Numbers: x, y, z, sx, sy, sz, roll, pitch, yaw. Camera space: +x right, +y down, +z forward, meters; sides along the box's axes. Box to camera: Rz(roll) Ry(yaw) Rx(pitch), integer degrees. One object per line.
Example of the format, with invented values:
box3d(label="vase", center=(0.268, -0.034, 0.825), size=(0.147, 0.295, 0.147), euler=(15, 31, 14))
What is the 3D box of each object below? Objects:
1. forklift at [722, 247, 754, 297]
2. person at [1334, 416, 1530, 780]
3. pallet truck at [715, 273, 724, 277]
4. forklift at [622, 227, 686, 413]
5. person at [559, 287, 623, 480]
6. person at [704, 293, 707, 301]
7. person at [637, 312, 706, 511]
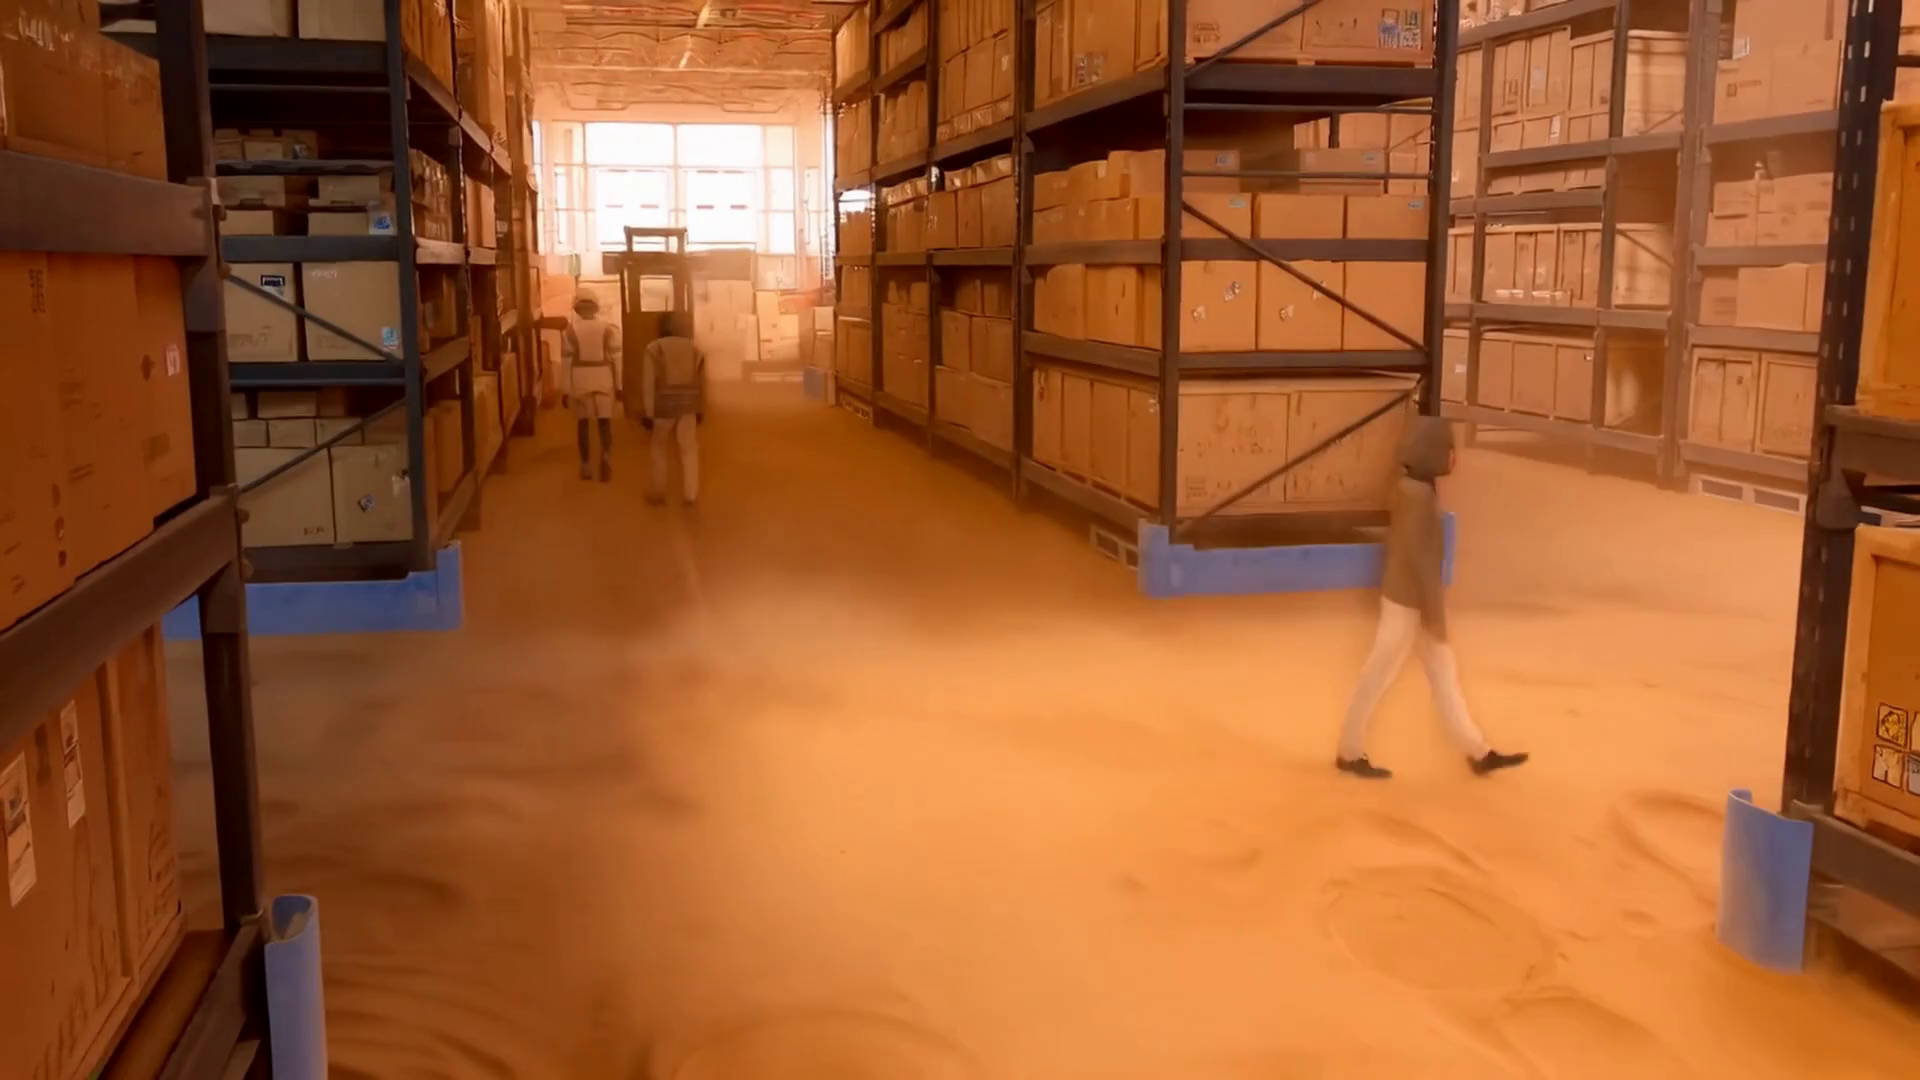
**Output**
box3d(label="forklift", center=(-6.924, -7.739, 51.995), size=(1.129, 2.768, 1.873), euler=(-7, 12, -38))
box3d(label="person", center=(2.017, 0.272, 7.070), size=(0.850, 1.584, 0.519), euler=(3, 10, 17))
box3d(label="pallet truck", center=(-8.580, -8.986, 62.280), size=(1.885, 1.965, 0.823), euler=(1, 9, 5))
box3d(label="forklift", center=(-4.688, -3.430, 25.730), size=(1.129, 2.768, 1.873), euler=(-2, 10, -12))
box3d(label="person", center=(-3.810, -1.605, 17.216), size=(0.643, 2.029, 0.719), euler=(-3, 10, -18))
box3d(label="person", center=(-6.180, -5.627, 42.086), size=(0.592, 1.914, 0.398), euler=(-5, 10, -27))
box3d(label="person", center=(-2.687, -1.193, 15.374), size=(0.665, 1.800, 0.923), euler=(-6, 11, -32))
